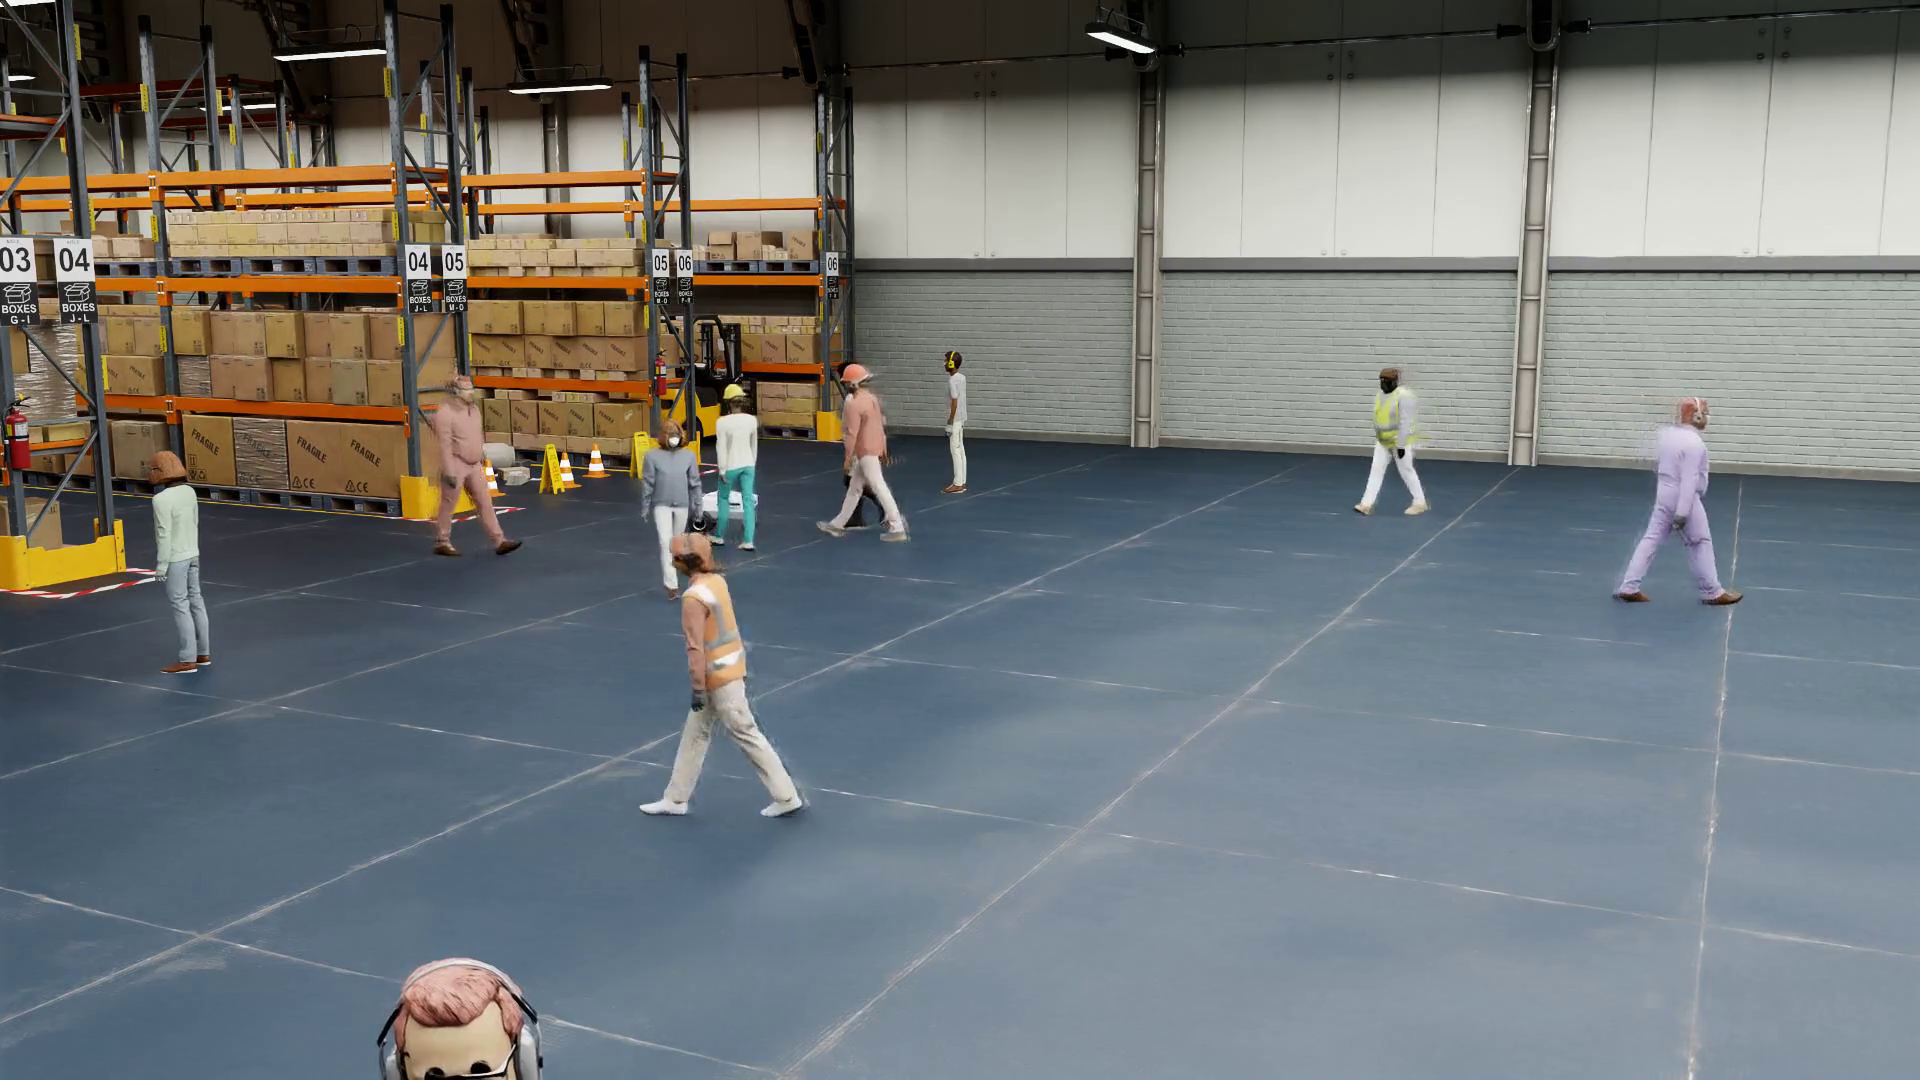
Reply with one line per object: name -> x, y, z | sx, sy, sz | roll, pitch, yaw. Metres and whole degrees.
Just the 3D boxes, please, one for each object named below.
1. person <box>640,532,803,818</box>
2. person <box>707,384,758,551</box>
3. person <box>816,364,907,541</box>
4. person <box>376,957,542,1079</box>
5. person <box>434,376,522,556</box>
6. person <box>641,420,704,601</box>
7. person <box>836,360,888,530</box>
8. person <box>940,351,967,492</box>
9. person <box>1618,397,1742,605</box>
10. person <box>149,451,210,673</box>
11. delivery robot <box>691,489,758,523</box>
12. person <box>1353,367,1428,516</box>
person -> -1.256, 0.729, 8.869 | 0.880, 1.576, 0.508 | 0, 9, 0
person -> -2.402, -0.774, 17.557 | 0.546, 1.733, 0.802 | -6, 11, -35
person -> -1.053, -0.940, 18.023 | 1.080, 1.923, 0.630 | 3, 10, 15
person -> -0.764, 1.579, 2.640 | 0.636, 1.911, 0.405 | -3, 10, -19
person -> -4.992, -0.736, 16.952 | 0.982, 1.858, 0.675 | 4, 10, 23
person -> -2.527, -0.261, 14.813 | 0.530, 1.598, 0.784 | -5, 11, -29
person -> -1.085, -1.052, 18.682 | 0.661, 1.939, 0.646 | 2, 9, 11
person -> -0.079, -1.558, 21.982 | 0.326, 1.874, 0.518 | 3, 10, 16
person -> 6.321, -0.332, 14.585 | 1.046, 1.855, 0.636 | -1, 9, -5
person -> -5.736, 0.159, 12.181 | 0.283, 1.631, 0.503 | 1, 9, 4
delivery robot -> -2.626, -0.394, 18.587 | 0.707, 0.478, 0.477 | 1, 9, 5
person -> 5.181, -1.166, 19.859 | 0.986, 1.788, 0.661 | -4, 10, -25
